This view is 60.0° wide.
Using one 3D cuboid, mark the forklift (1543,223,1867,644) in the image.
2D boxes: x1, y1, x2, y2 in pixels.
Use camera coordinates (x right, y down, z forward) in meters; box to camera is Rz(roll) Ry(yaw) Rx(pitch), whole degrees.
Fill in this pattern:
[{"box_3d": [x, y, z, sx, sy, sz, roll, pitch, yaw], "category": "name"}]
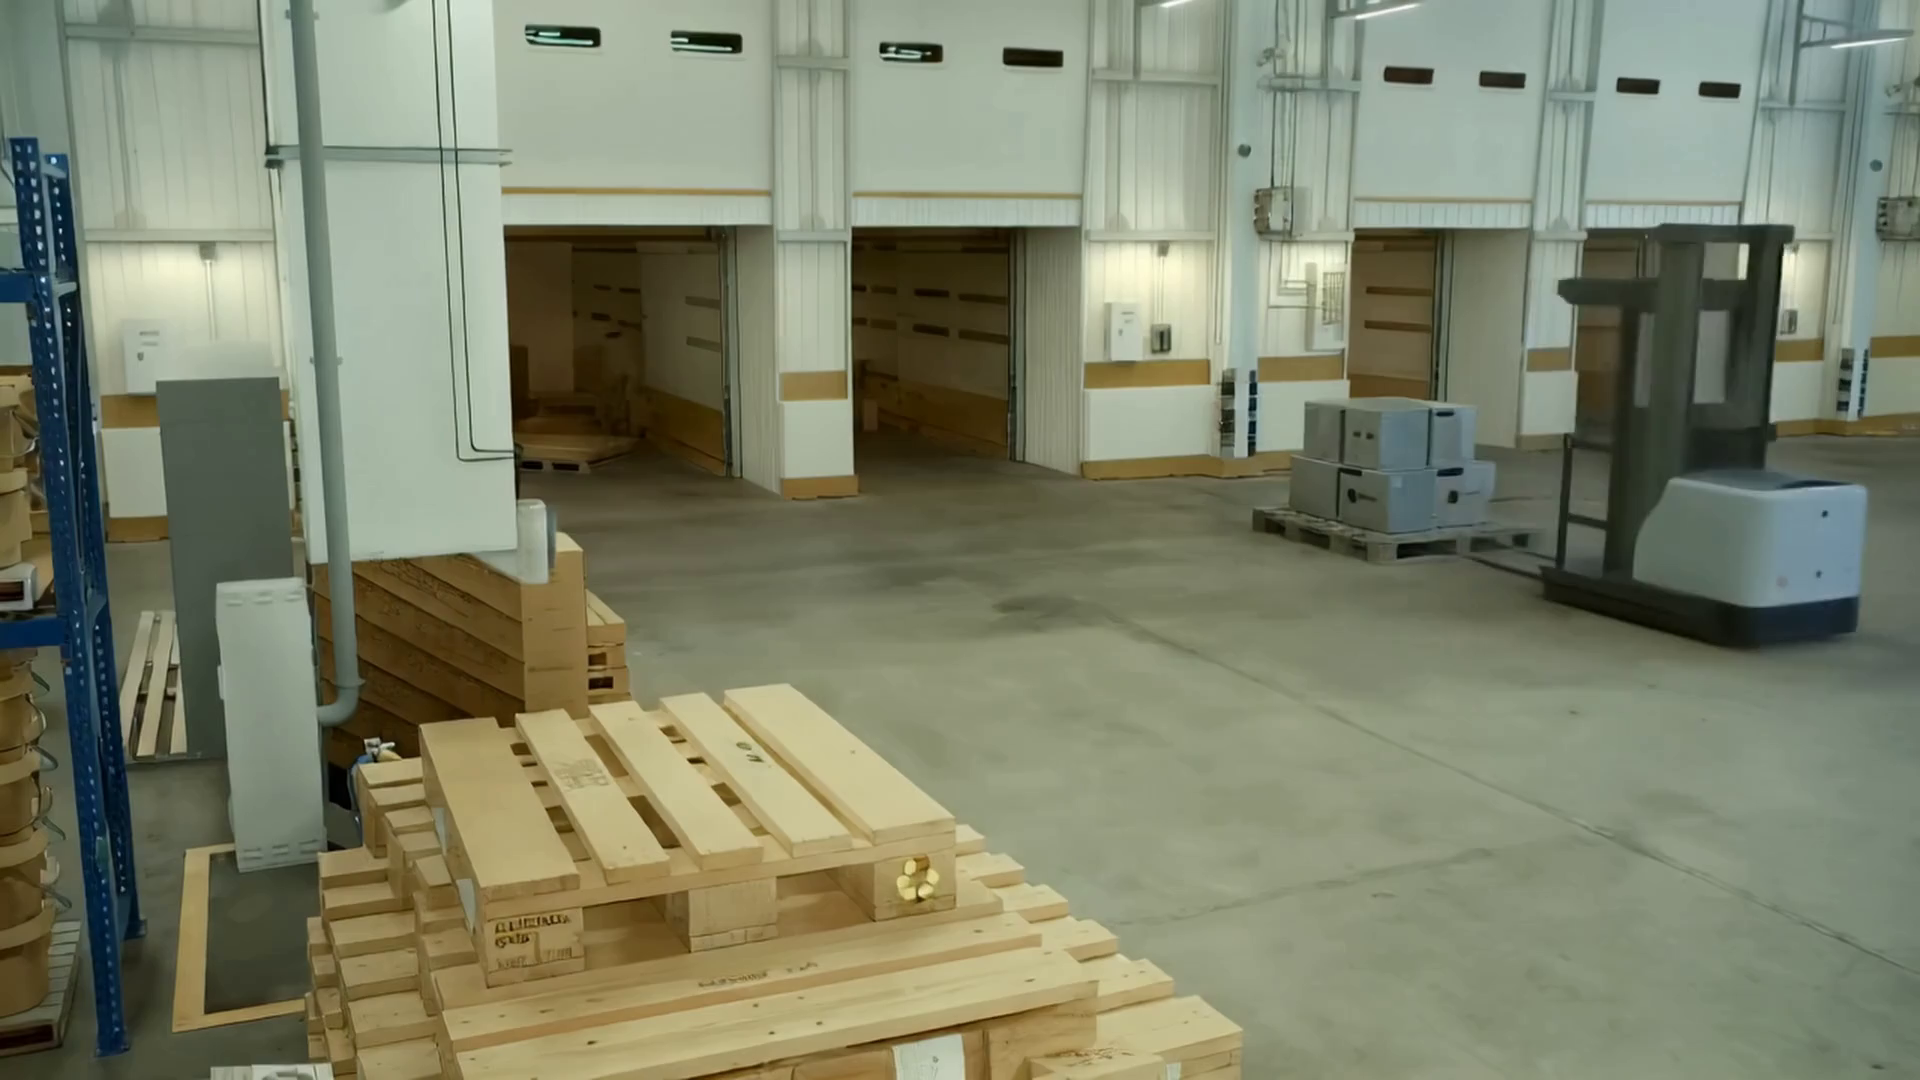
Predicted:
[{"box_3d": [5.296, -0.822, 11.716, 1.129, 2.768, 1.873, -4, 11, -23], "category": "forklift"}]
